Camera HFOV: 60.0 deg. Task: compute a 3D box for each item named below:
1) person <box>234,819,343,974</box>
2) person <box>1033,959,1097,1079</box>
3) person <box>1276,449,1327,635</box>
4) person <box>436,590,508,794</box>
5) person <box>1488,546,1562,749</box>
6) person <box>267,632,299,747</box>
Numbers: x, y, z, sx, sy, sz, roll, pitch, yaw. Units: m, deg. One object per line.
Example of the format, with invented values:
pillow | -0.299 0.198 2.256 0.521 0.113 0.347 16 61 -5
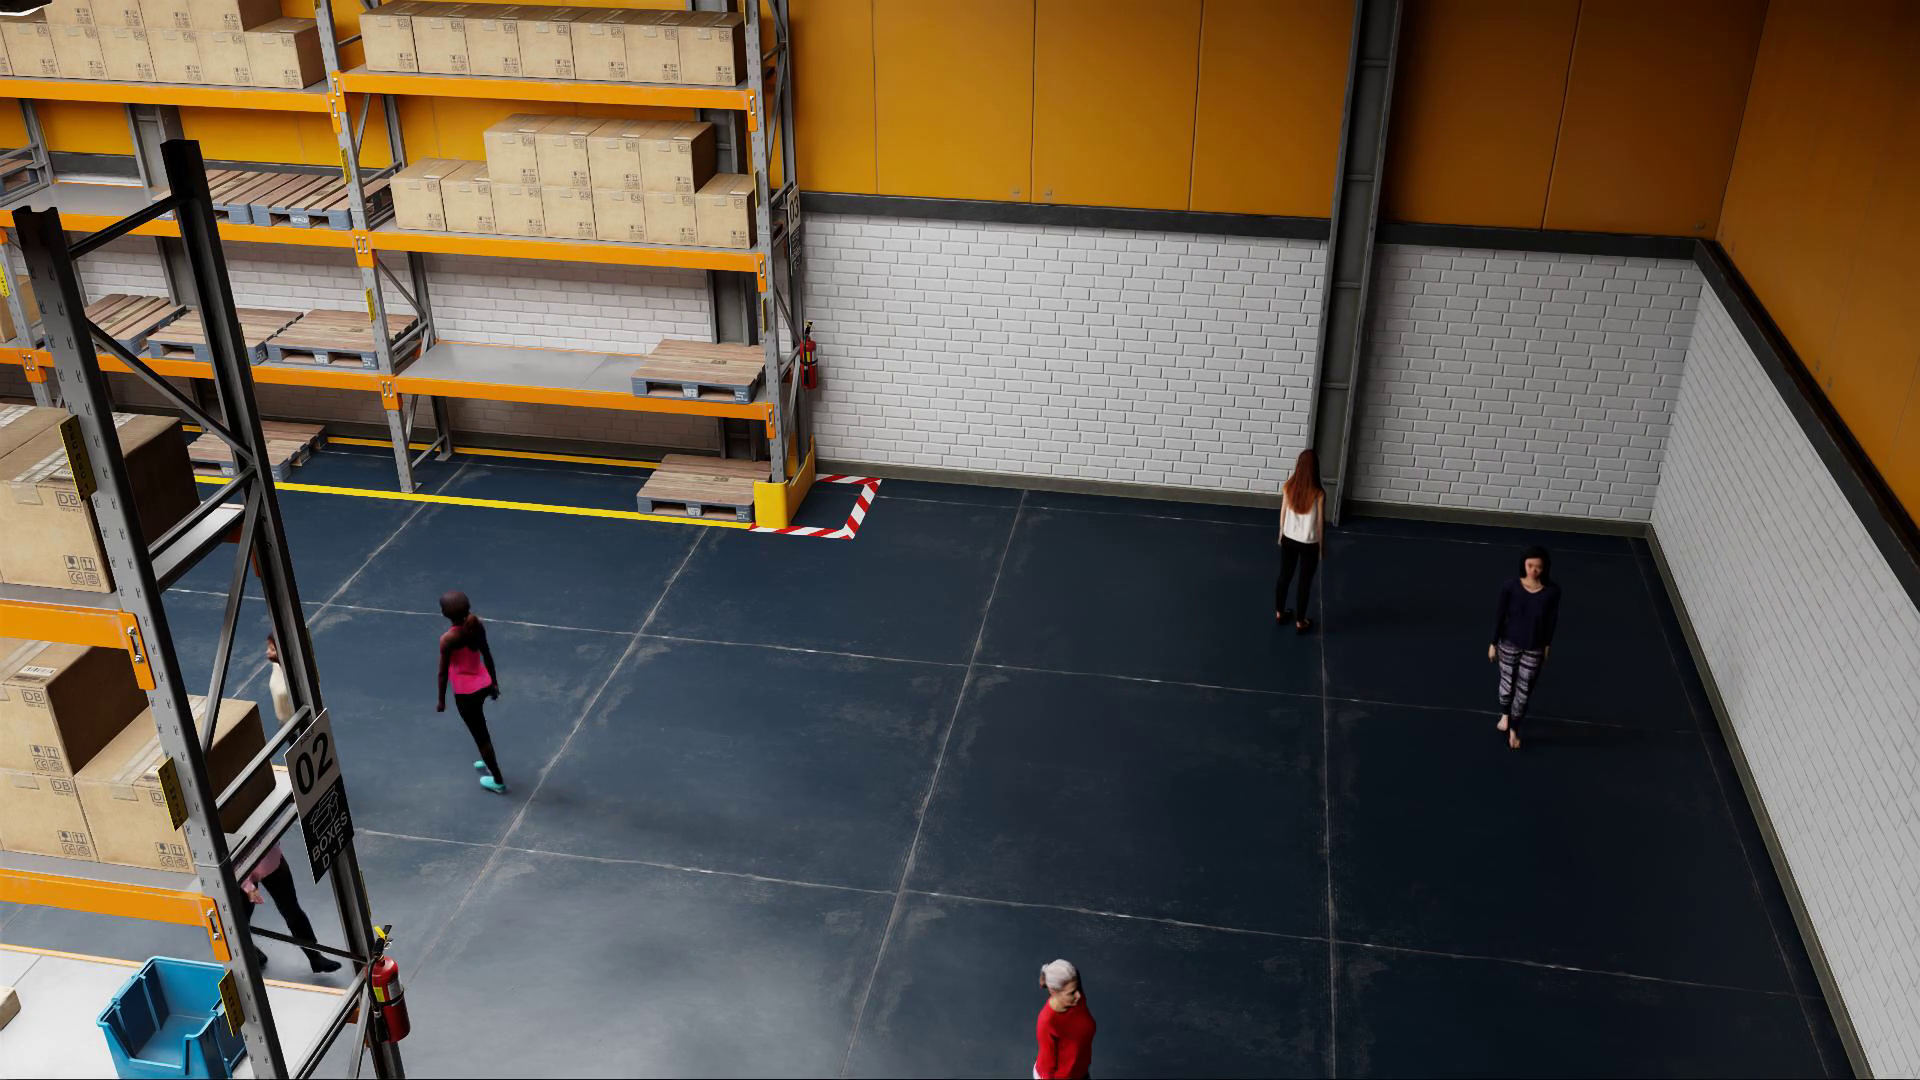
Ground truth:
person | -4.617 2.117 10.736 1.154 1.644 0.855 16 32 27
person | 0.489 2.935 9.193 0.797 1.686 0.709 17 33 29
person | 2.971 0.013 14.511 0.626 1.723 0.731 23 36 35
person | -3.575 1.160 12.427 0.723 1.705 0.660 13 31 23
person | 4.449 0.762 13.143 0.693 1.717 0.734 9 30 17
person | -4.853 1.340 12.220 0.603 1.588 0.717 24 37 37
